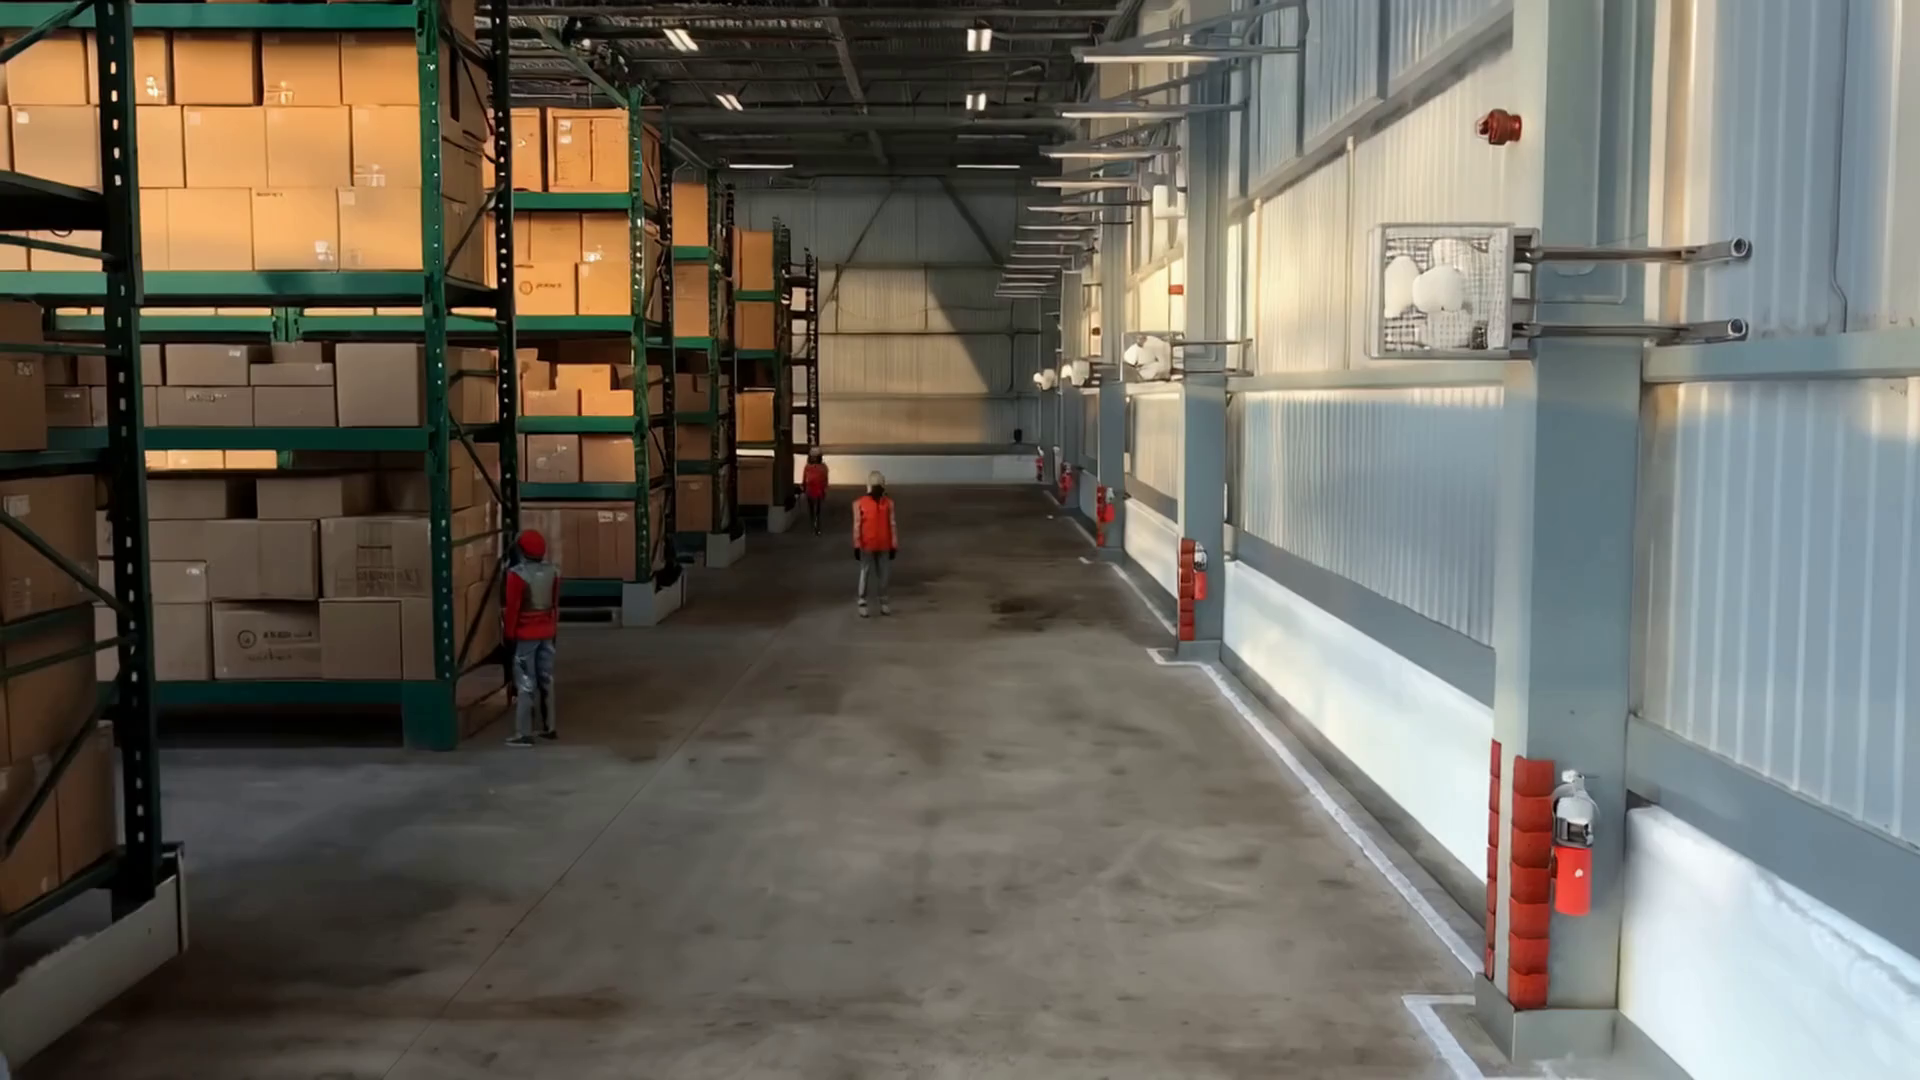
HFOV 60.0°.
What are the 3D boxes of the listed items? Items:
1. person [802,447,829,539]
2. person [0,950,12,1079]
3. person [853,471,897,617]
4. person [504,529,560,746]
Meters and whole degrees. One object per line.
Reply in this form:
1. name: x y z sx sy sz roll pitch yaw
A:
1. person: -2.694 -0.891 31.026 0.493 1.712 0.816 0 5 0
2. person: -3.163 1.227 4.928 0.881 1.944 0.760 -2 5 -21
3. person: -1.007 0.050 19.856 0.564 1.745 0.349 -3 6 -29
4. person: -3.223 0.733 12.581 0.312 1.632 0.525 3 6 31
